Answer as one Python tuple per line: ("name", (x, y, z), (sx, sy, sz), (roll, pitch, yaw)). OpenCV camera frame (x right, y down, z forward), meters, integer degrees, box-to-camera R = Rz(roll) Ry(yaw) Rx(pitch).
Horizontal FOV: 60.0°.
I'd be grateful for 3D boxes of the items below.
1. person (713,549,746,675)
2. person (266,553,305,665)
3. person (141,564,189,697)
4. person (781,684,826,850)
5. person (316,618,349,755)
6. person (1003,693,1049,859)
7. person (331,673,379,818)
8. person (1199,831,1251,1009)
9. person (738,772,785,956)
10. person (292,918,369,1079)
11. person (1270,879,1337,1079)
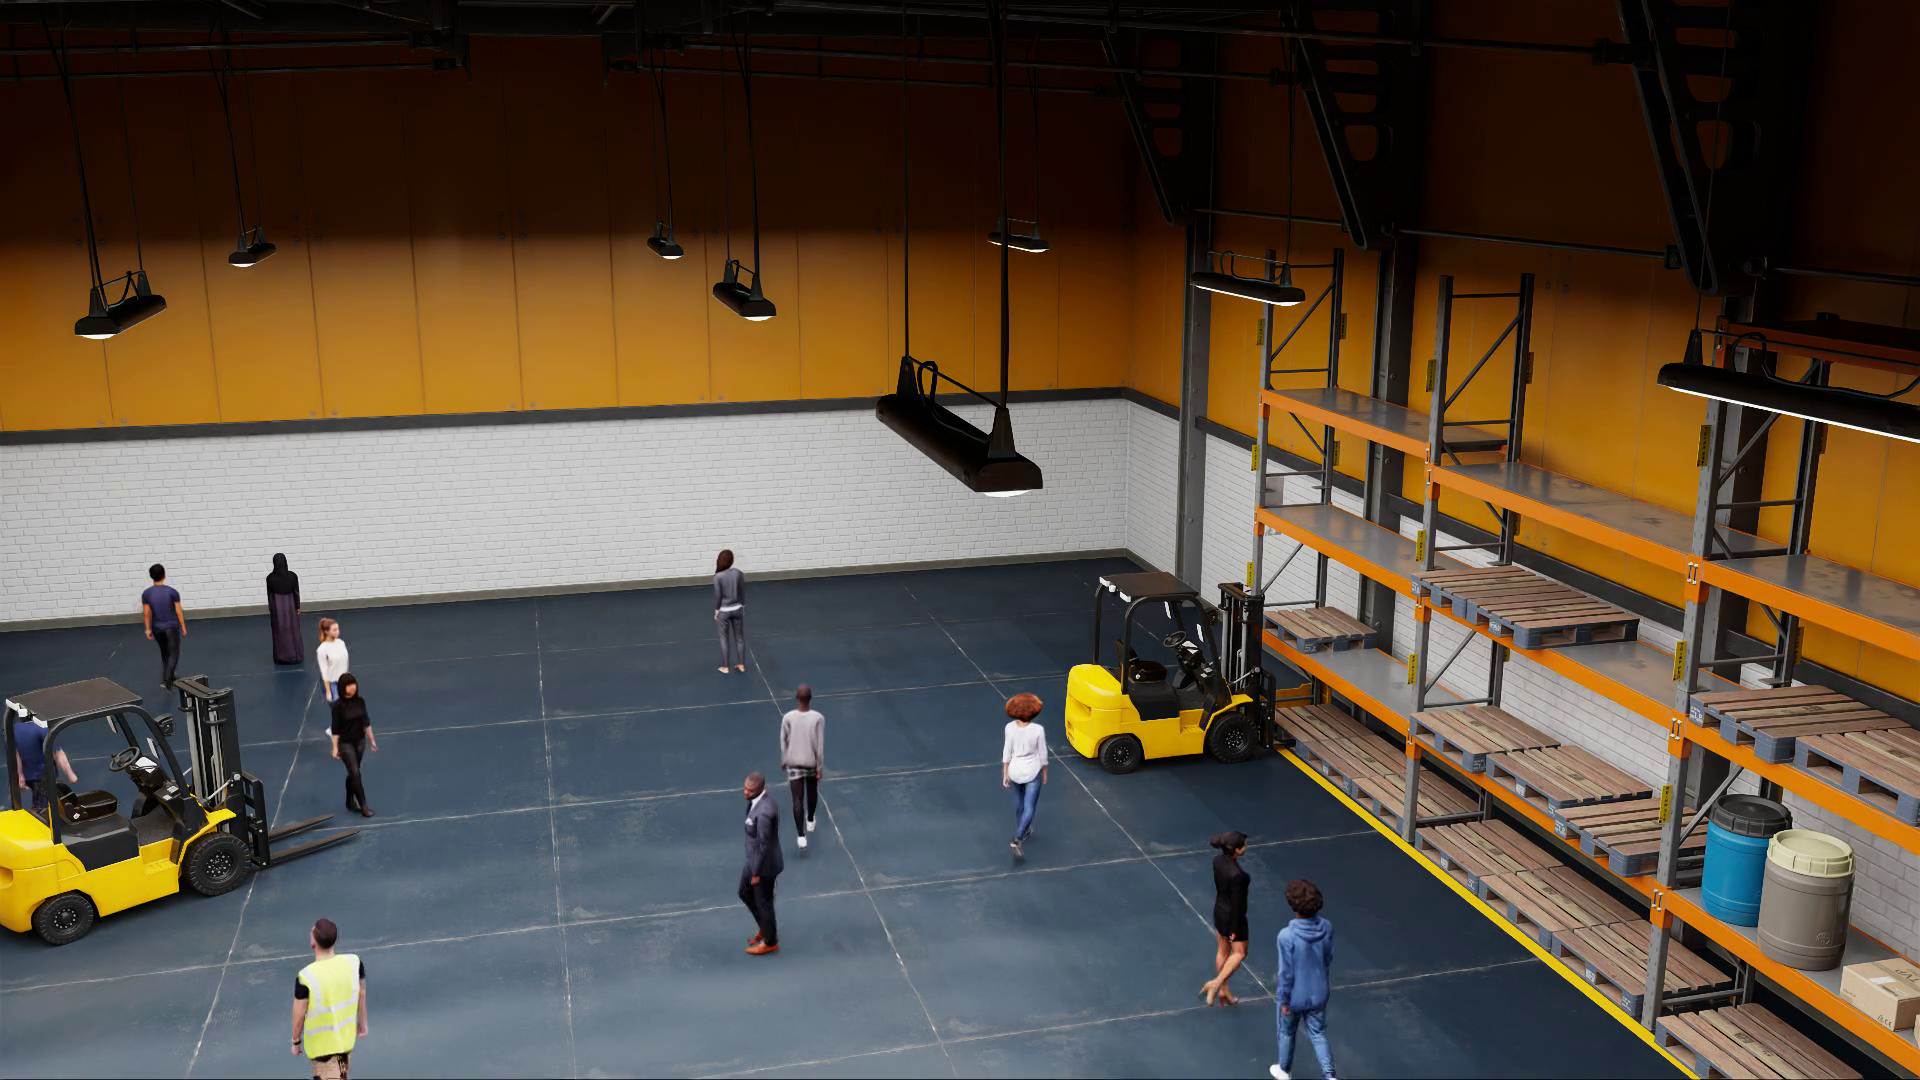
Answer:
("person", (-3.216, 0.985, 23.284), (0.661, 1.767, 0.600), (-7, 15, -28))
("person", (-9.638, 0.965, 23.689), (0.622, 1.616, 0.629), (-5, 15, -21))
("person", (-10.660, 1.230, 22.278), (0.756, 1.765, 1.123), (-2, 14, -7))
("person", (-1.661, 2.403, 17.489), (0.786, 1.740, 1.195), (-1, 14, -4))
("person", (-7.633, 1.773, 20.154), (0.858, 1.709, 0.803), (5, 15, 21))
("person", (0.656, 2.459, 17.366), (1.052, 1.689, 1.152), (7, 15, 25))
("person", (-6.787, 2.240, 18.406), (0.995, 1.624, 0.917), (9, 16, 32))
("person", (2.230, 3.264, 14.167), (0.693, 1.629, 0.697), (-6, 15, -23))
("person", (-1.715, 2.942, 15.137), (0.812, 1.798, 0.621), (-1, 14, -6))
("person", (-4.554, 3.663, 12.116), (1.258, 1.819, 1.139), (10, 17, 34))
("person", (2.694, 3.511, 12.815), (0.658, 1.786, 1.020), (-4, 14, -15))
